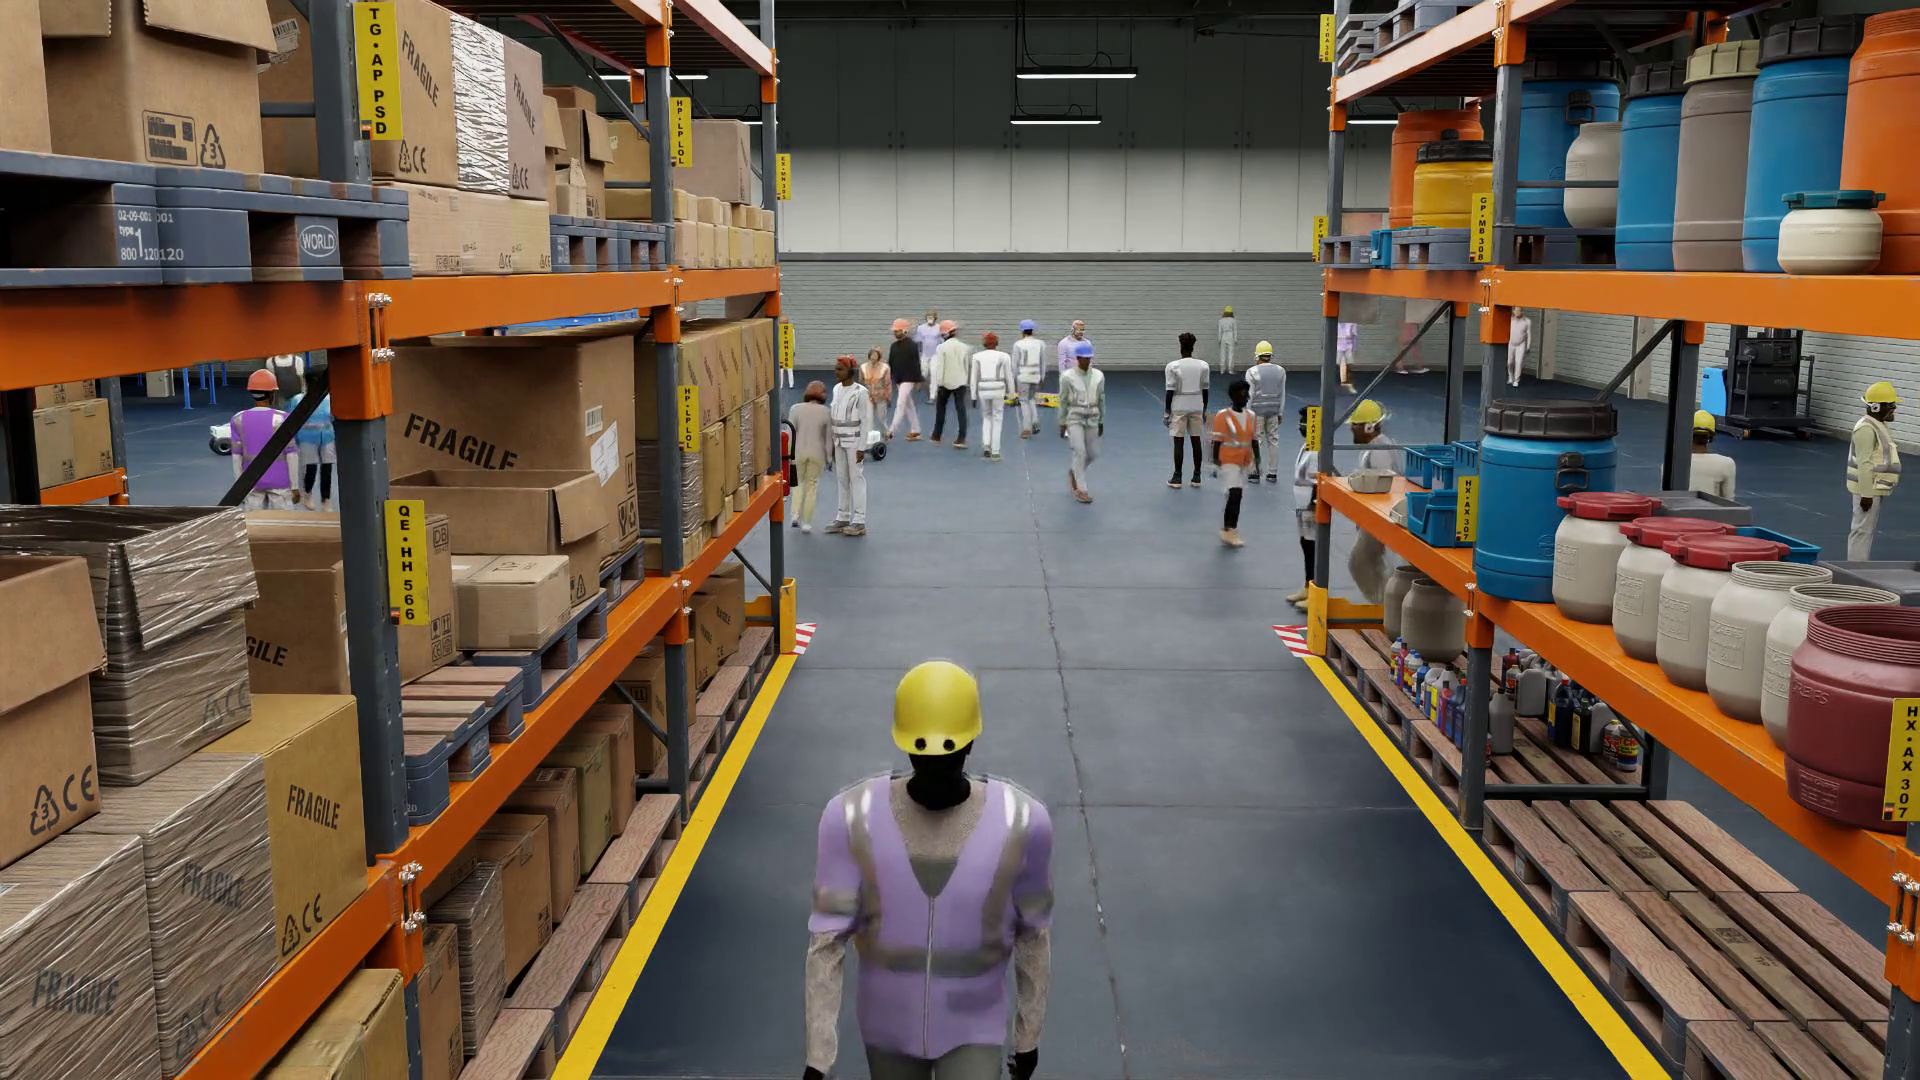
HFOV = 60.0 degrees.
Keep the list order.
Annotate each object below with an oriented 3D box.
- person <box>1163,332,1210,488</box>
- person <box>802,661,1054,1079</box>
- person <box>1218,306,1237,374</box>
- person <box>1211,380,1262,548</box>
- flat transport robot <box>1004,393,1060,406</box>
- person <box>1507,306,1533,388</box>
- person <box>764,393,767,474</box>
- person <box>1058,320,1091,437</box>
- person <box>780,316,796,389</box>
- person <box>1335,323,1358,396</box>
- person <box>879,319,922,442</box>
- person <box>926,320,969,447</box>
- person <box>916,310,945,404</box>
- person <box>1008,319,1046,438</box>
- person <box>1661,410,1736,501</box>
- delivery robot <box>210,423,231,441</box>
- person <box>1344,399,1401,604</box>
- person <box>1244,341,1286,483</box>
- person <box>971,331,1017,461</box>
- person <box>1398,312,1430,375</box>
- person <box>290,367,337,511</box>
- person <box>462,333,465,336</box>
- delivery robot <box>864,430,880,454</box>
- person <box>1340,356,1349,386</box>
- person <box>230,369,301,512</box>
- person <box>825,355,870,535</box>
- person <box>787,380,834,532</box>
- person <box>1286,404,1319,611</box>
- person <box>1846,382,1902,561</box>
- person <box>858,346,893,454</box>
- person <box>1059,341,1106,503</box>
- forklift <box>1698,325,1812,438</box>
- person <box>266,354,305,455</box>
[{"bbox_3d":[2.881,-1.658,21.196,0.603,1.966,0.368,-3,10,-15],"label":"person"},{"bbox_3d":[-0.077,1.235,4.114,0.609,1.886,0.954,1,10,5],"label":"person"},{"bbox_3d":[6.890,-5.143,42.743,0.492,1.742,0.319,5,11,27],"label":"person"},{"bbox_3d":[2.813,-0.752,16.600,0.557,1.675,0.591,-7,12,-35],"label":"person"},{"bbox_3d":[1.572,-2.840,33.474,1.431,0.197,0.652,8,12,39],"label":"flat transport robot"},{"bbox_3d":[12.806,-4.473,38.259,0.664,1.894,0.515,5,11,27],"label":"person"},{"bbox_3d":[-2.627,-1.772,22.337,0.592,1.823,0.653,3,10,18],"label":"person"},{"bbox_3d":[1.915,-2.651,27.337,0.642,1.906,0.410,-6,11,-33],"label":"person"},{"bbox_3d":[-3.982,-4.247,37.684,0.525,1.639,0.307,-3,10,-19],"label":"person"},{"bbox_3d":[8.239,-4.109,35.742,0.804,2.014,0.607,0,9,0],"label":"person"},{"bbox_3d":[-0.996,-2.542,26.534,0.995,1.943,0.659,-7,12,-38],"label":"person"},{"bbox_3d":[-0.188,-2.432,25.884,0.659,1.940,0.975,-6,11,-34],"label":"person"},{"bbox_3d":[-0.563,-3.746,33.923,0.638,1.908,0.785,3,10,15],"label":"person"},{"bbox_3d":[1.079,-2.631,27.154,0.610,1.931,0.465,-7,12,-37],"label":"person"},{"bbox_3d":[5.440,-0.076,12.319,0.525,1.769,0.320,2,10,13],"label":"person"},{"bbox_3d":[-10.871,-1.617,25.018,0.707,0.478,0.477,-6,11,-32],"label":"delivery robot"},{"bbox_3d":[3.188,-0.179,12.814,0.500,1.805,0.616,1,10,8],"label":"person"},{"bbox_3d":[3.946,-1.671,21.668,0.586,1.835,0.403,-3,10,-18],"label":"person"},{"bbox_3d":[0.488,-2.081,24.036,0.640,1.863,0.431,3,10,19],"label":"person"},{"bbox_3d":[11.595,-5.160,42.454,0.933,1.864,0.679,-4,10,-22],"label":"person"},{"bbox_3d":[-7.254,-1.111,18.754,0.556,1.677,0.366,-8,12,-40],"label":"person"},{"bbox_3d":[-8.206,-2.698,28.025,0.328,1.769,0.526,-1,10,-8],"label":"person"},{"bbox_3d":[-1.477,-1.451,24.025,0.477,0.478,0.707,7,12,37],"label":"delivery robot"},{"bbox_3d":[8.827,-4.594,38.696,0.612,1.997,0.375,6,11,33],"label":"person"},{"bbox_3d":[-5.957,-0.496,14.324,0.545,1.939,0.373,0,9,-1],"label":"person"},{"bbox_3d":[-1.182,-1.002,17.519,0.353,1.883,0.573,-8,12,-40],"label":"person"},{"bbox_3d":[-1.593,-0.891,17.681,0.548,1.598,0.437,1,10,5],"label":"person"},{"bbox_3d":[2.906,-0.273,13.727,0.318,1.695,0.540,0,9,2],"label":"person"},{"bbox_3d":[7.863,-0.445,14.332,0.404,1.833,0.586,7,12,34],"label":"person"},{"bbox_3d":[-1.265,-2.138,25.171,0.551,1.603,0.697,2,10,9],"label":"person"},{"bbox_3d":[1.447,-1.448,20.072,0.615,1.924,0.725,-4,10,-21],"label":"person"},{"bbox_3d":[13.248,-3.165,27.620,1.129,2.768,1.873,0,9,1],"label":"forklift"},{"bbox_3d":[-9.858,-2.094,24.362,0.508,1.798,1.005,-4,10,-24],"label":"person"}]
